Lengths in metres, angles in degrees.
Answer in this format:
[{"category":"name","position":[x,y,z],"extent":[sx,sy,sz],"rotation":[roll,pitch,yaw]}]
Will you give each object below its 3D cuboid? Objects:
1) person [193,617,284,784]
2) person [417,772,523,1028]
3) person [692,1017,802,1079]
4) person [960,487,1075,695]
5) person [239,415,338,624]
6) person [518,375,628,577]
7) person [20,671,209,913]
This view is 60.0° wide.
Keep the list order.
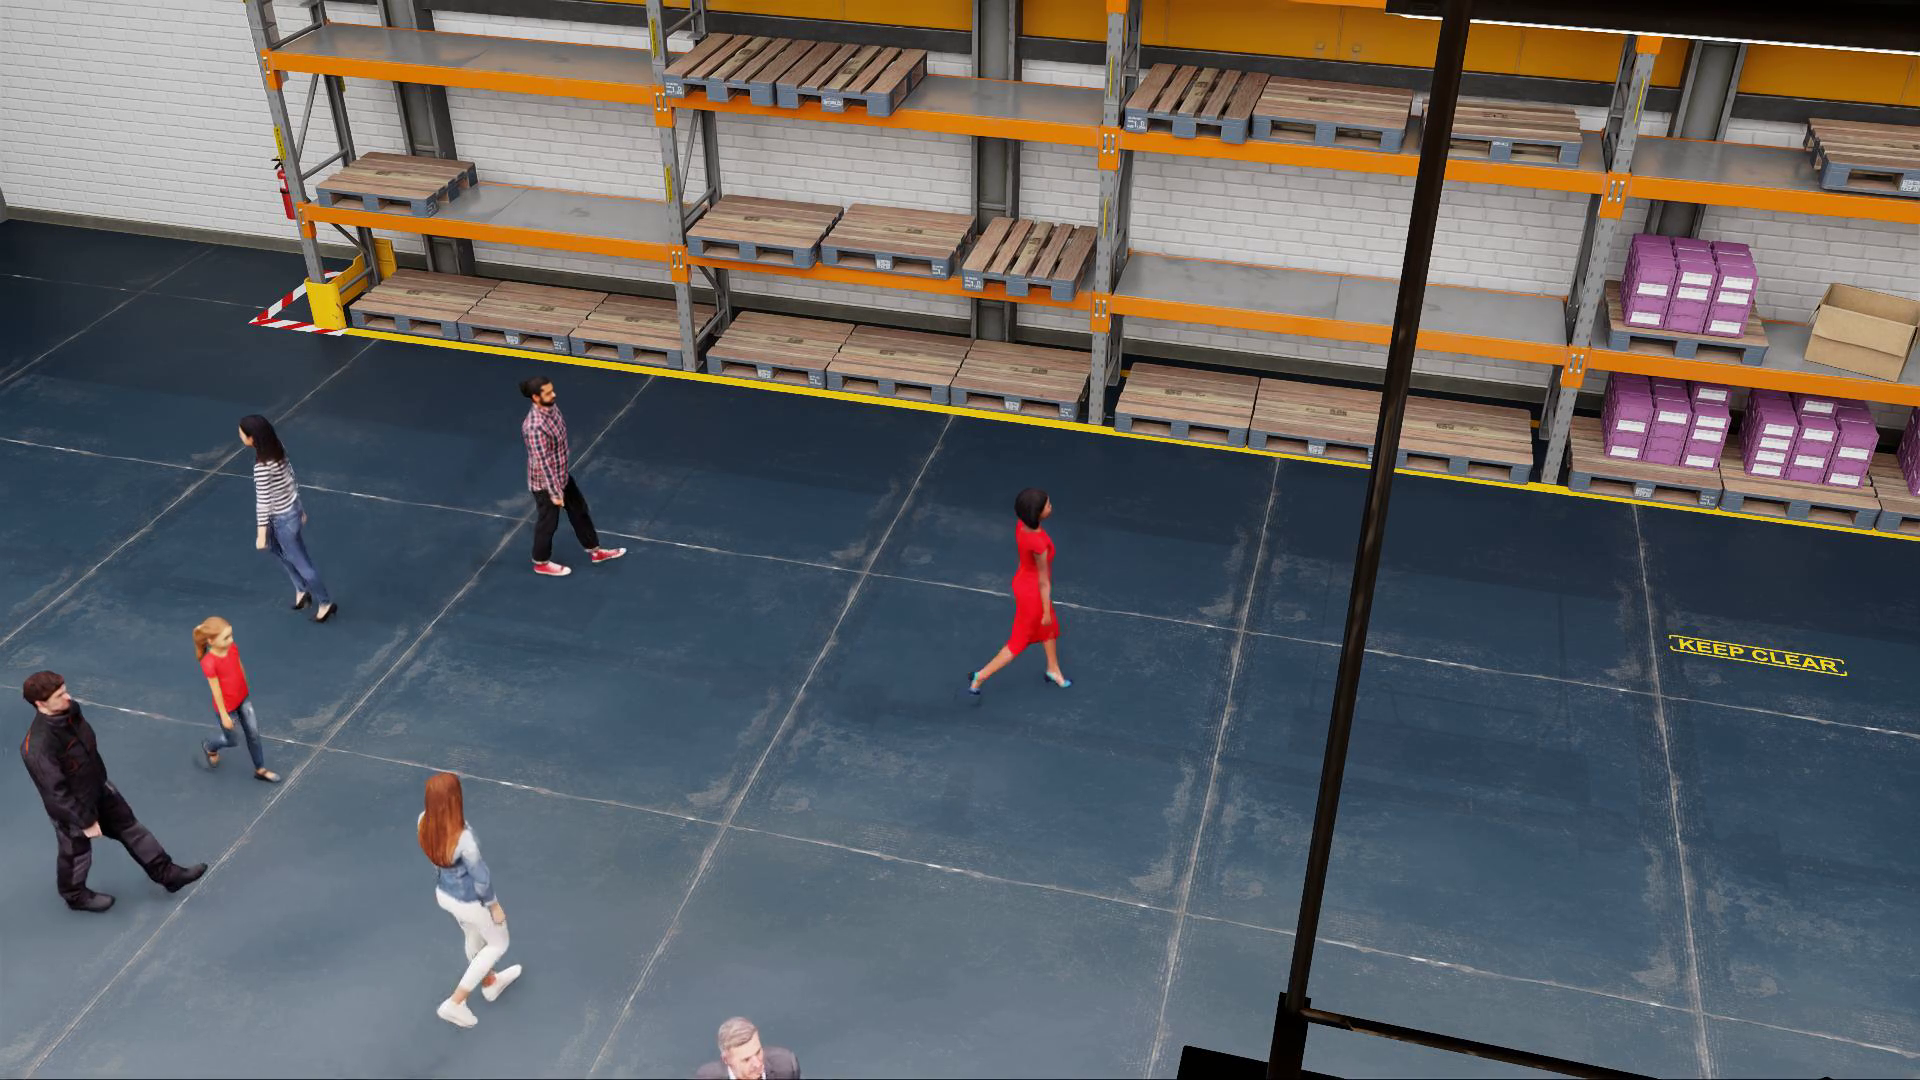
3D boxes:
[{"category":"person","position":[-4.836,1.056,10.915],"extent":[0.789,1.294,0.520],"rotation":[12,35,17]},{"category":"person","position":[-2.764,2.008,9.121],"extent":[0.886,1.694,0.869],"rotation":[24,40,31]},{"category":"person","position":[-0.949,2.863,7.701],"extent":[0.768,1.843,0.874],"rotation":[-12,35,-17]},{"category":"person","position":[0.415,0.424,11.490],"extent":[1.157,1.711,0.918],"rotation":[-8,34,-11]},{"category":"person","position":[-4.870,-0.124,12.252],"extent":[0.775,1.780,0.726],"rotation":[-5,34,-7]},{"category":"person","position":[-3.226,-0.482,12.825],"extent":[1.020,1.741,0.832],"rotation":[1,34,2]},{"category":"person","position":[-5.264,1.520,9.761],"extent":[1.168,1.798,0.940],"rotation":[-1,34,-2]}]
